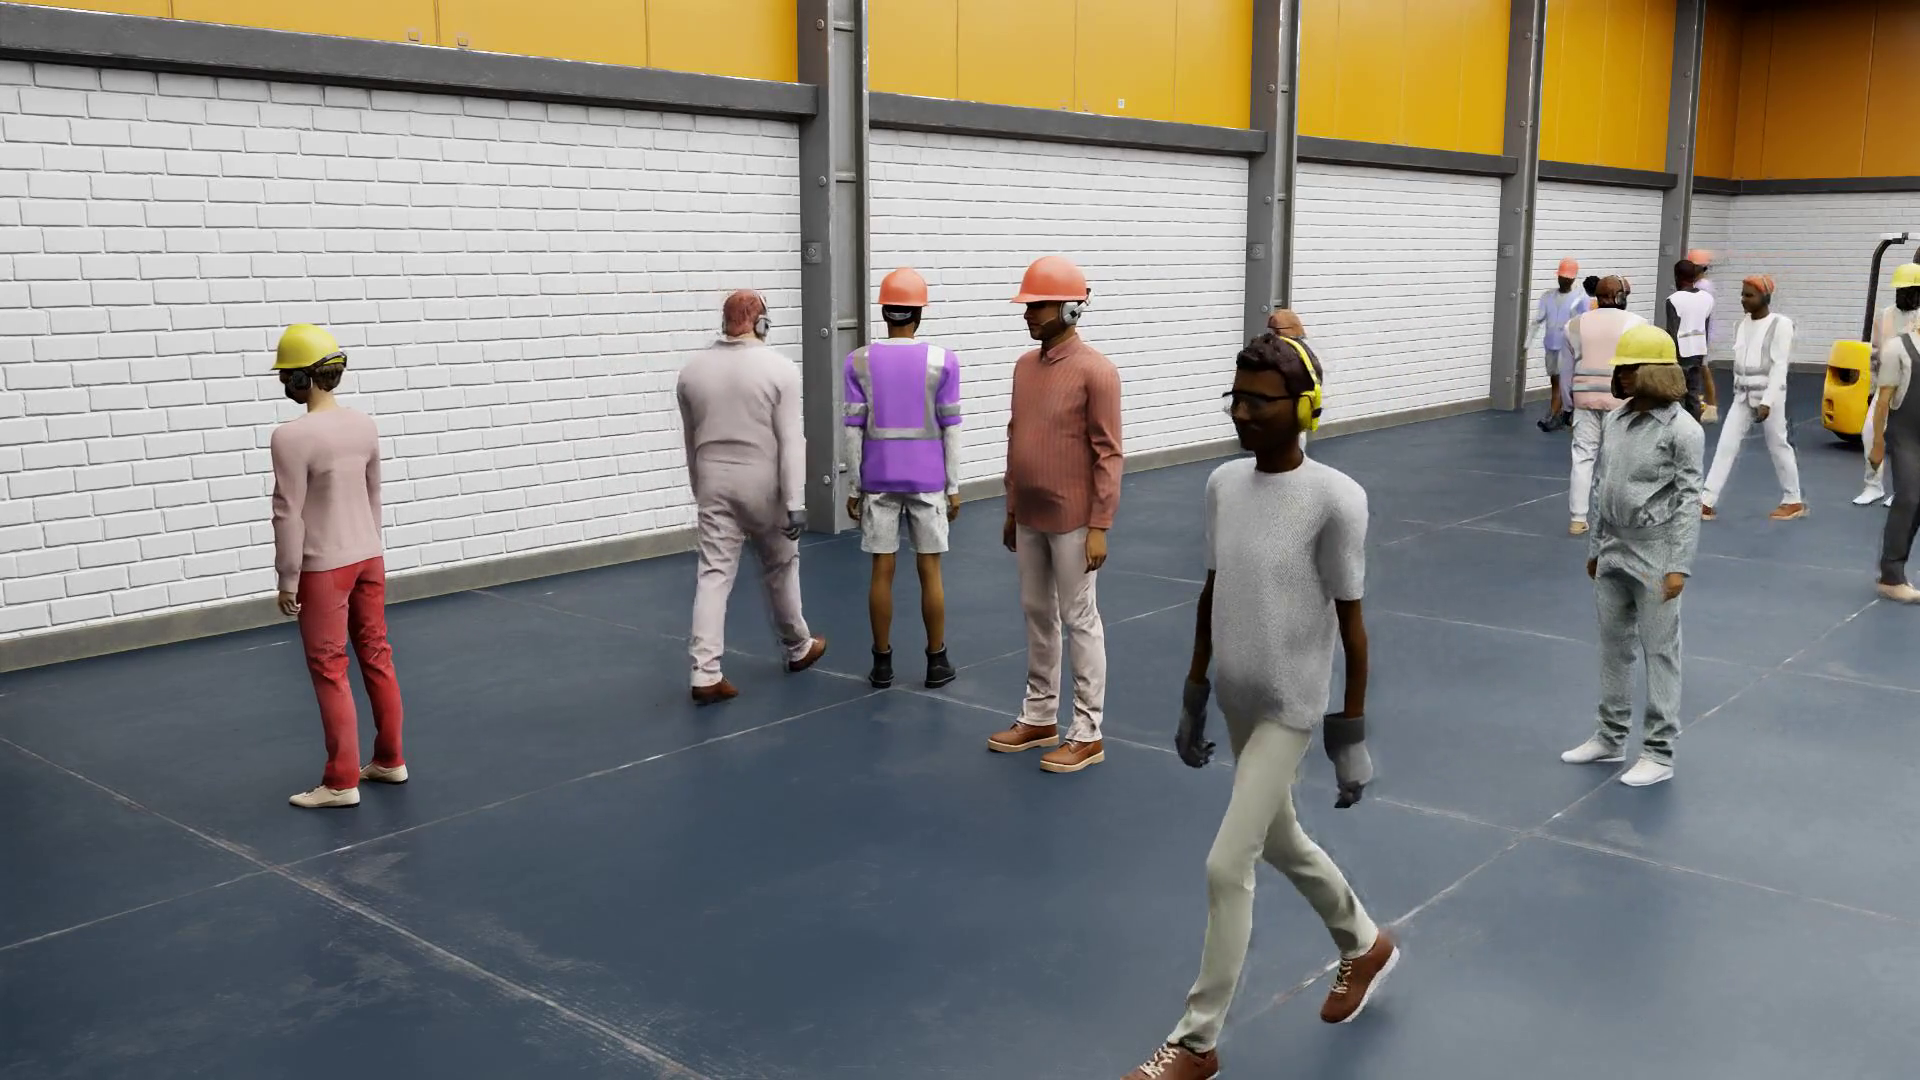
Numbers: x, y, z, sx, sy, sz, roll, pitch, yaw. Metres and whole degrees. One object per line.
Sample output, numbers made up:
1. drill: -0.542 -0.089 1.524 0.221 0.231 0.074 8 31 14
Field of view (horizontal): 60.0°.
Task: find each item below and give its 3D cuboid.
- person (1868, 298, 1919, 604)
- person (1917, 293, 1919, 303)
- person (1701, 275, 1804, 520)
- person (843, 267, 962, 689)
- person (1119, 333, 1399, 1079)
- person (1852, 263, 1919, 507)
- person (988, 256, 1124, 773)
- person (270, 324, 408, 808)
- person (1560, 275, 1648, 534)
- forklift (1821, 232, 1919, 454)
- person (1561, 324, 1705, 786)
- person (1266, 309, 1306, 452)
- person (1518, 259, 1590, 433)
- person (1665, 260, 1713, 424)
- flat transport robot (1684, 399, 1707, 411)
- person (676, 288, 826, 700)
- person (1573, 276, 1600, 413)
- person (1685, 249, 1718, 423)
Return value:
1. person: 5.584 -0.566 9.656 0.520 1.814 0.609 -1 10 -7
2. person: 10.429 -1.951 17.922 0.646 1.680 0.540 0 10 -1
3. person: 5.897 -1.035 12.317 1.005 1.834 0.594 -3 11 -19
4. person: -0.260 -0.276 7.665 0.545 1.939 0.373 1 10 5
5. person: 0.789 0.401 4.107 0.951 1.834 0.520 -6 12 -30
6. person: 7.272 -1.184 12.918 0.641 1.902 0.617 -6 12 -30
7. person: 0.370 -0.100 6.503 0.382 1.993 0.622 -7 12 -35
8. person: -2.310 0.094 6.087 0.349 1.758 0.521 3 10 18
9. person: 4.555 -0.938 11.729 0.619 1.839 0.430 8 13 37
10. forklift: 9.955 -1.972 16.595 2.313 2.155 1.214 1 10 8
11. person: 2.565 0.058 6.320 0.319 1.742 0.492 -4 11 -21
12. person: 2.159 -0.718 11.077 0.279 1.625 0.496 -3 10 -18
13. person: 6.487 -2.111 18.241 0.943 1.891 0.647 -10 14 -44
14. person: 7.105 -1.784 16.326 0.587 1.913 0.391 -5 11 -28
15. flat transport robot: 8.572 -1.640 20.179 0.652 0.197 1.431 7 12 35
16. person: -0.972 -0.220 7.630 0.651 1.845 1.040 3 11 19
17. person: 7.732 -2.400 20.469 0.531 1.691 0.318 2 10 13
18. person: 8.385 -2.353 19.302 0.983 2.000 0.636 4 11 21
